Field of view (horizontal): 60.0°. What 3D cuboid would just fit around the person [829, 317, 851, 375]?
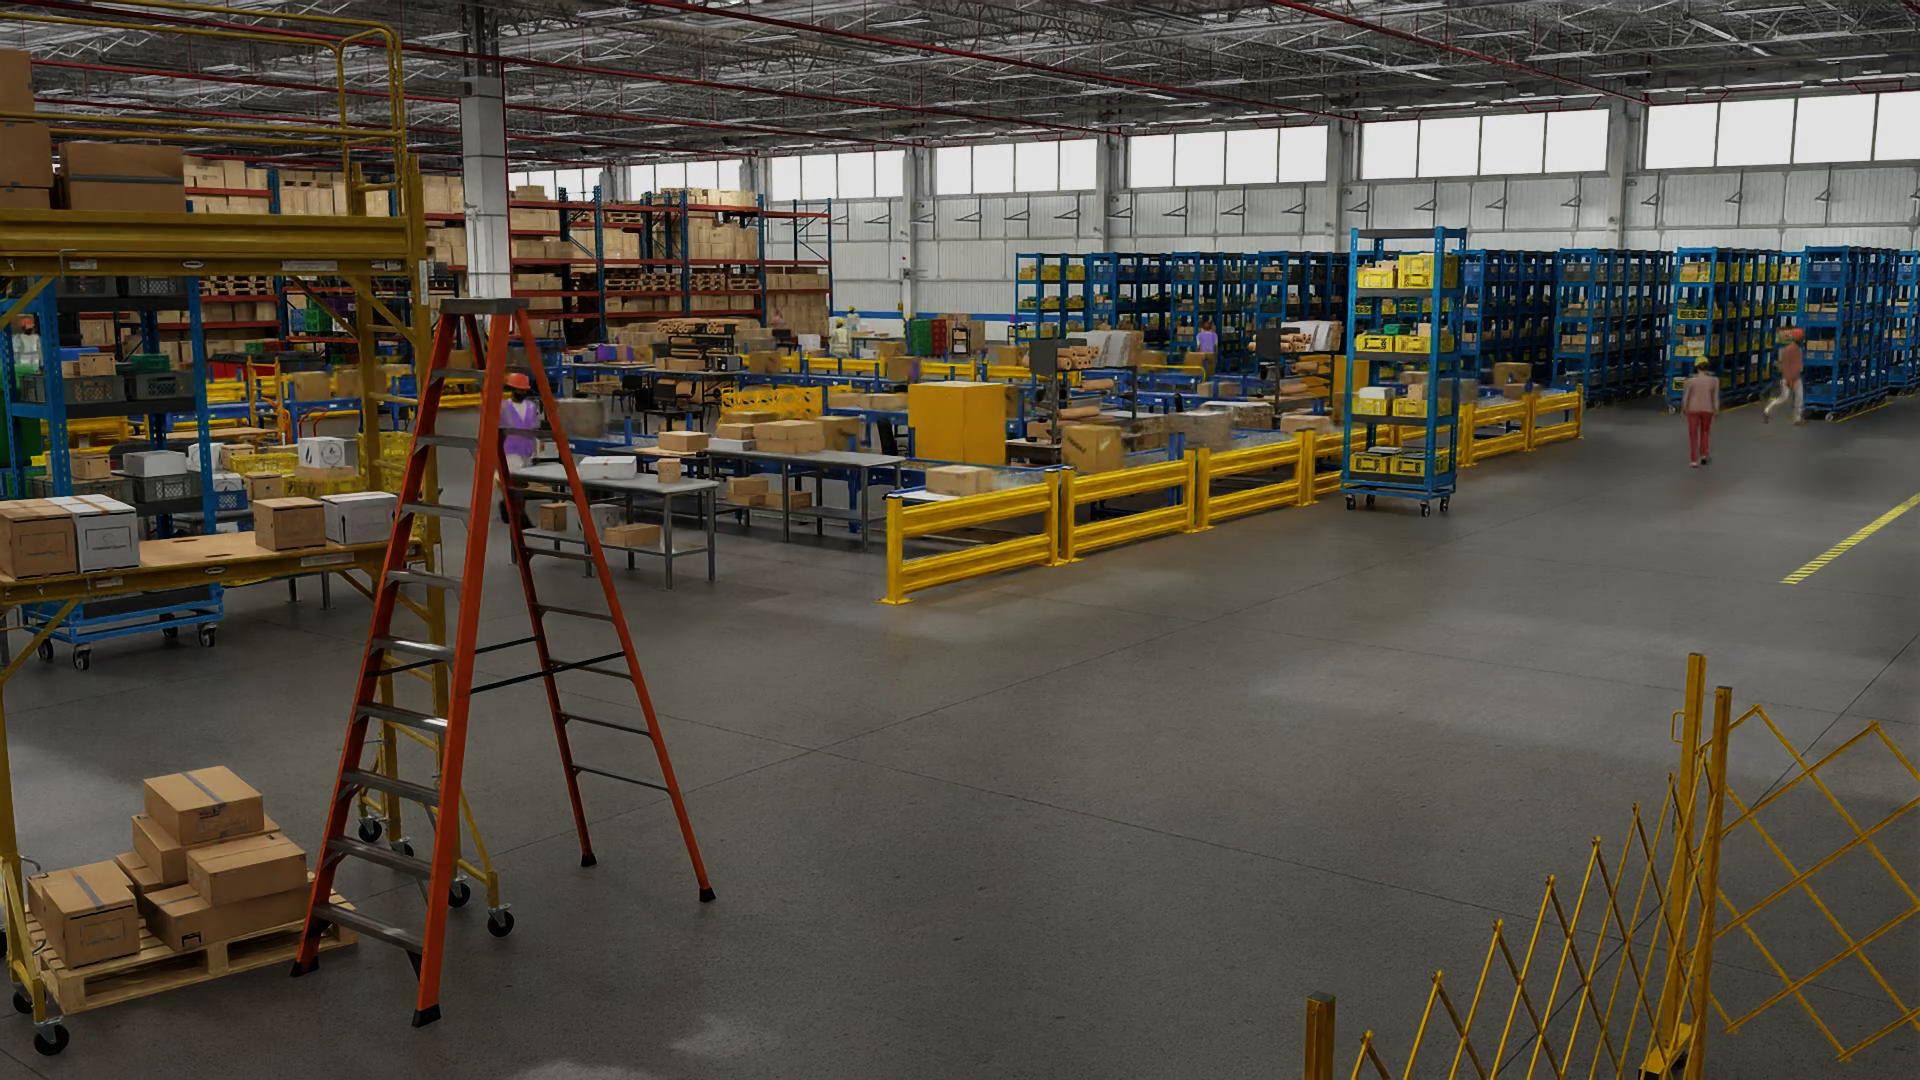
[{"bbox_3d":[-3.383,-5.272,46.234,0.626,1.812,0.570,-6,11,-32],"label":"person"}]

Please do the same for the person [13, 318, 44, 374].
[{"bbox_3d":[-21.156,-4.035,37.843,0.446,2.033,0.629,8,12,41],"label":"person"}]

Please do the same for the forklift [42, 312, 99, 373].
[{"bbox_3d":[-23.779,-5.451,44.052,1.873,2.768,1.129,7,11,36],"label":"forklift"}]

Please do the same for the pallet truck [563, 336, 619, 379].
[{"bbox_3d":[-10.690,-5.294,48.215,1.601,1.201,0.680,-5,10,-26],"label":"pallet truck"}]

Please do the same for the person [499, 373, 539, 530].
[{"bbox_3d":[-5.280,-1.065,19.738,0.844,1.905,0.546,9,13,43],"label":"person"}]

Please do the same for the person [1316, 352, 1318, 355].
[{"bbox_3d":[10.287,-5.482,46.908,0.638,2.017,0.792,7,12,38],"label":"person"}]

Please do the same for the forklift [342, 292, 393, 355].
[{"bbox_3d":[-16.485,-5.622,45.120,1.129,2.768,1.873,7,11,37],"label":"forklift"}]

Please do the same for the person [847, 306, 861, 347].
[{"bbox_3d":[-4.326,-8.712,68.053,0.637,1.706,0.861,1,9,9],"label":"person"}]

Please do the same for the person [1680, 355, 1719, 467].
[{"bbox_3d":[11.602,-2.019,26.116,0.555,1.749,0.412,2,9,9],"label":"person"}]

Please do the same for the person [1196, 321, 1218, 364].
[{"bbox_3d":[6.219,-4.589,41.889,0.569,1.843,0.373,-2,9,-10],"label":"person"}]

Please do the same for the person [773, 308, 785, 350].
[{"bbox_3d":[-5.998,-6.755,55.235,0.400,1.902,0.659,-2,9,-12],"label":"person"}]

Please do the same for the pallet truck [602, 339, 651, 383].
[{"bbox_3d":[-8.991,-4.871,45.351,0.653,1.274,1.630,7,11,37],"label":"pallet truck"}]

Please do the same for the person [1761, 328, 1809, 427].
[{"bbox_3d":[16.528,-3.251,33.184,0.625,1.967,0.849,-5,11,-31],"label":"person"}]
